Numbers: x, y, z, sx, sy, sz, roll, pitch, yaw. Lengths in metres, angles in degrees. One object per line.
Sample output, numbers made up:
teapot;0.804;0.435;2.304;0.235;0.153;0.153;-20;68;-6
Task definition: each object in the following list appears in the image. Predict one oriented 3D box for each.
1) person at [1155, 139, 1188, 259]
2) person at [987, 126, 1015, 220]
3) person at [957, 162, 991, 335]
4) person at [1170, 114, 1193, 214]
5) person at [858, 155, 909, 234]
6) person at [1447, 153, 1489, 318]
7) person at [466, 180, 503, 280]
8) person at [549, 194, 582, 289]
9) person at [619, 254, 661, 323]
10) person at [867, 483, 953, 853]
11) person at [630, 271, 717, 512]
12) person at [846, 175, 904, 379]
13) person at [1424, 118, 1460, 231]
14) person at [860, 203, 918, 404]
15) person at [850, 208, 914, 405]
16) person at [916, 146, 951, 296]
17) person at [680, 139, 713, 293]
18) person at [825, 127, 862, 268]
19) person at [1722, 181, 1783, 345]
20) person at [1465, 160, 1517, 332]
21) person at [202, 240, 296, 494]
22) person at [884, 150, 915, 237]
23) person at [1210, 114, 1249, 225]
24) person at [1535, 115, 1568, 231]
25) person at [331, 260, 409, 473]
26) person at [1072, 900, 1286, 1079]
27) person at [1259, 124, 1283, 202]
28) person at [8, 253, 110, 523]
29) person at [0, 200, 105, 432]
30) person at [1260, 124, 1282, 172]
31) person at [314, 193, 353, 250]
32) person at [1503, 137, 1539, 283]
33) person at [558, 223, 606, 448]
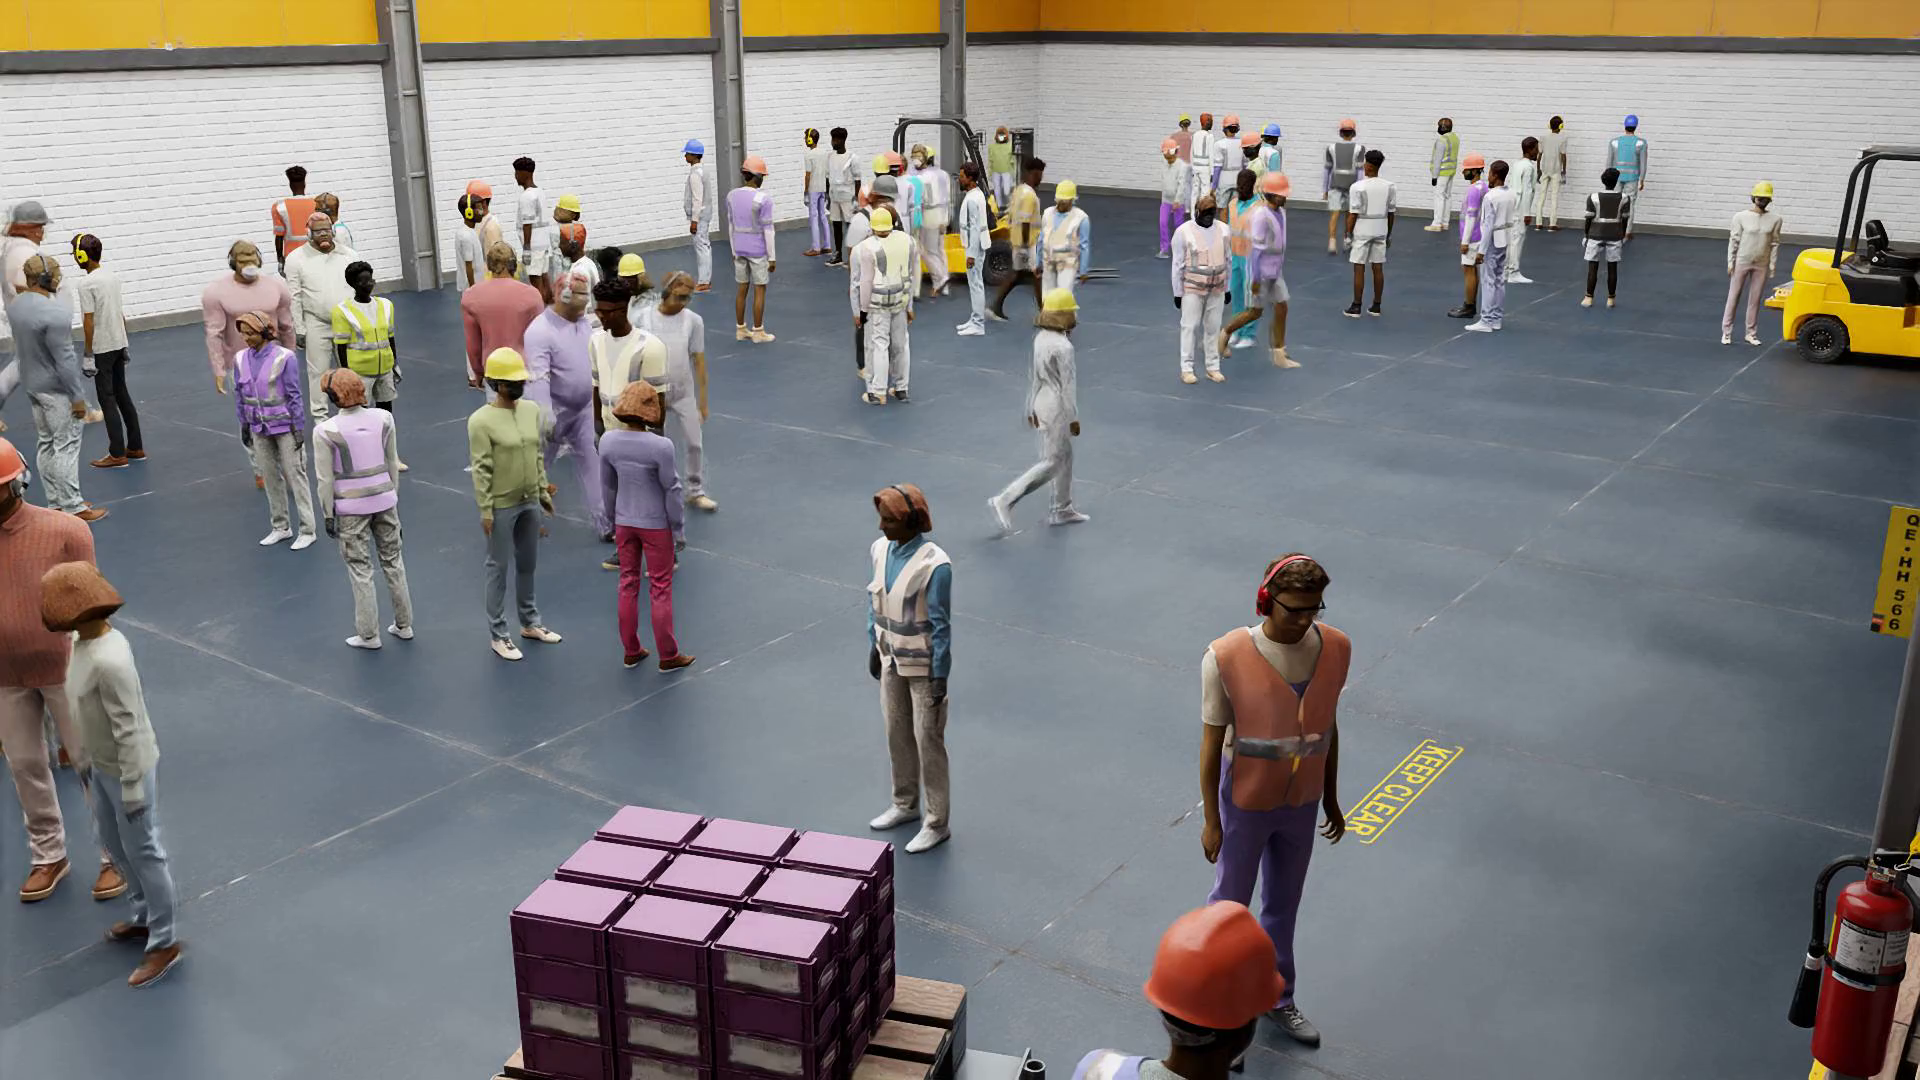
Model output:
person;3.086;-4.980;24.358;0.538;1.713;0.634;15;23;39
person;0.709;-6.287;28.609;0.501;1.623;0.337;5;18;16
person;0.153;-3.265;18.665;0.398;1.920;0.588;1;18;2
person;3.991;-6.728;29.767;0.530;1.754;0.342;-3;18;-8
person;-0.924;-3.679;20.001;0.582;1.890;0.899;-4;18;-13
person;6.031;-3.600;19.699;0.388;1.930;0.544;8;20;24
person;-4.731;-2.623;16.652;0.381;1.934;0.551;-10;20;-28
person;-4.010;-2.696;17.182;0.305;1.737;0.484;6;19;19
person;-2.518;-1.368;13.017;0.492;1.742;0.317;-1;18;-3
person;-0.211;0.540;7.229;0.312;1.631;0.529;-14;23;-38
person;-2.083;-1.027;11.872;0.625;1.811;0.423;-3;18;-10
person;-0.784;-2.600;16.390;0.539;2.000;0.699;14;23;37
person;7.958;-6.024;27.437;0.430;1.836;0.626;15;23;38
person;-0.690;-2.188;15.422;0.626;1.844;0.429;-15;23;-39
person;-0.715;-2.155;15.361;0.602;1.819;0.403;-6;19;-18
person;-0.367;-4.041;21.136;0.469;1.891;0.696;15;23;39
person;-3.373;-4.174;21.457;0.380;1.951;0.605;0;18;-1
person;-1.667;-4.843;23.526;0.612;1.962;0.361;13;22;34
person;8.617;-3.006;18.097;0.525;1.772;0.305;2;18;5
person;6.059;-3.327;18.861;0.381;1.918;0.596;16;24;41
person;-5.237;-1.262;12.408;0.648;1.910;0.768;-10;20;-29
person;-0.806;-3.694;19.992;0.544;1.930;0.388;-10;20;-28
person;4.024;-5.343;24.966;0.615;2.041;0.391;-7;19;-22
person;9.754;-6.038;27.437;0.520;1.862;0.328;15;23;39
person;-4.596;-1.325;12.953;0.318;1.700;0.535;13;22;36
person;0.466;1.618;3.384;0.544;1.931;0.383;15;23;39
person;4.513;-5.119;24.437;0.415;1.939;0.605;-5;19;-17
person;-6.389;-1.050;11.727;0.636;1.931;0.377;13;22;34
person;-8.067;-1.948;14.350;0.985;2.000;0.678;-16;24;-41
person;4.944;-5.851;27.004;0.526;1.768;0.315;5;18;14
person;-6.079;-2.475;16.321;0.350;1.843;0.506;-9;20;-25
person;7.503;-4.421;22.281;0.394;1.920;0.587;1;18;2
person;-3.112;-1.683;13.796;0.351;1.878;0.568;-3;18;-8
